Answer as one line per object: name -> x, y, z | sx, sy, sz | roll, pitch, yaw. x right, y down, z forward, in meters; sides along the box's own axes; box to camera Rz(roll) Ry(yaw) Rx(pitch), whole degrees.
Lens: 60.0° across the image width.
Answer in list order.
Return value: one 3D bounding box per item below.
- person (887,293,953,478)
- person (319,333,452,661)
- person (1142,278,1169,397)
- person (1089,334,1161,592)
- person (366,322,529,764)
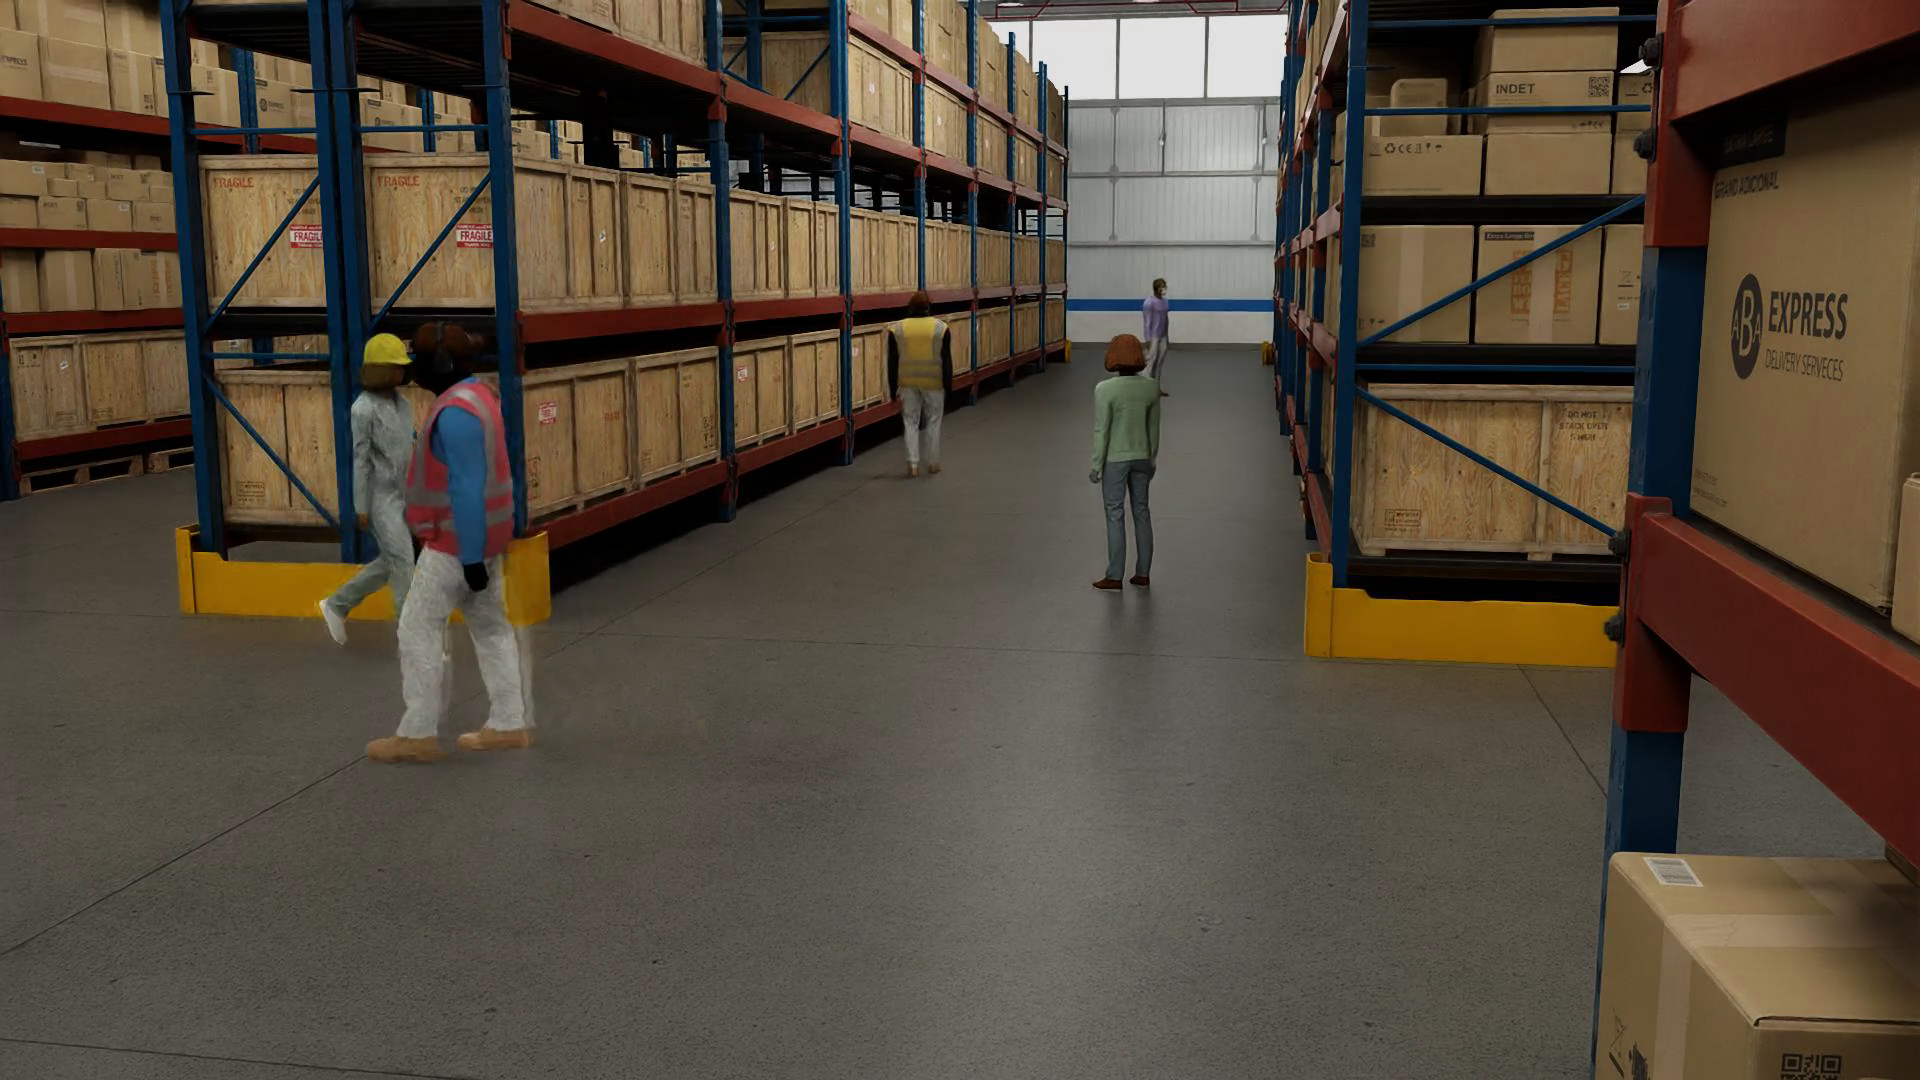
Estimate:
person -> -0.388, -1.535, 16.528 | 0.655, 1.829, 0.619 | 0, 9, 3
person -> -3.050, -0.222, 8.680 | 0.752, 1.718, 0.490 | 2, 9, 11
person -> 3.170, -3.260, 26.866 | 0.373, 1.931, 0.638 | 7, 12, 38
person -> 1.046, -0.487, 10.556 | 0.507, 1.635, 0.273 | -5, 11, -30
person -> -2.182, 0.013, 6.895 | 0.758, 1.813, 0.628 | -1, 9, -6
